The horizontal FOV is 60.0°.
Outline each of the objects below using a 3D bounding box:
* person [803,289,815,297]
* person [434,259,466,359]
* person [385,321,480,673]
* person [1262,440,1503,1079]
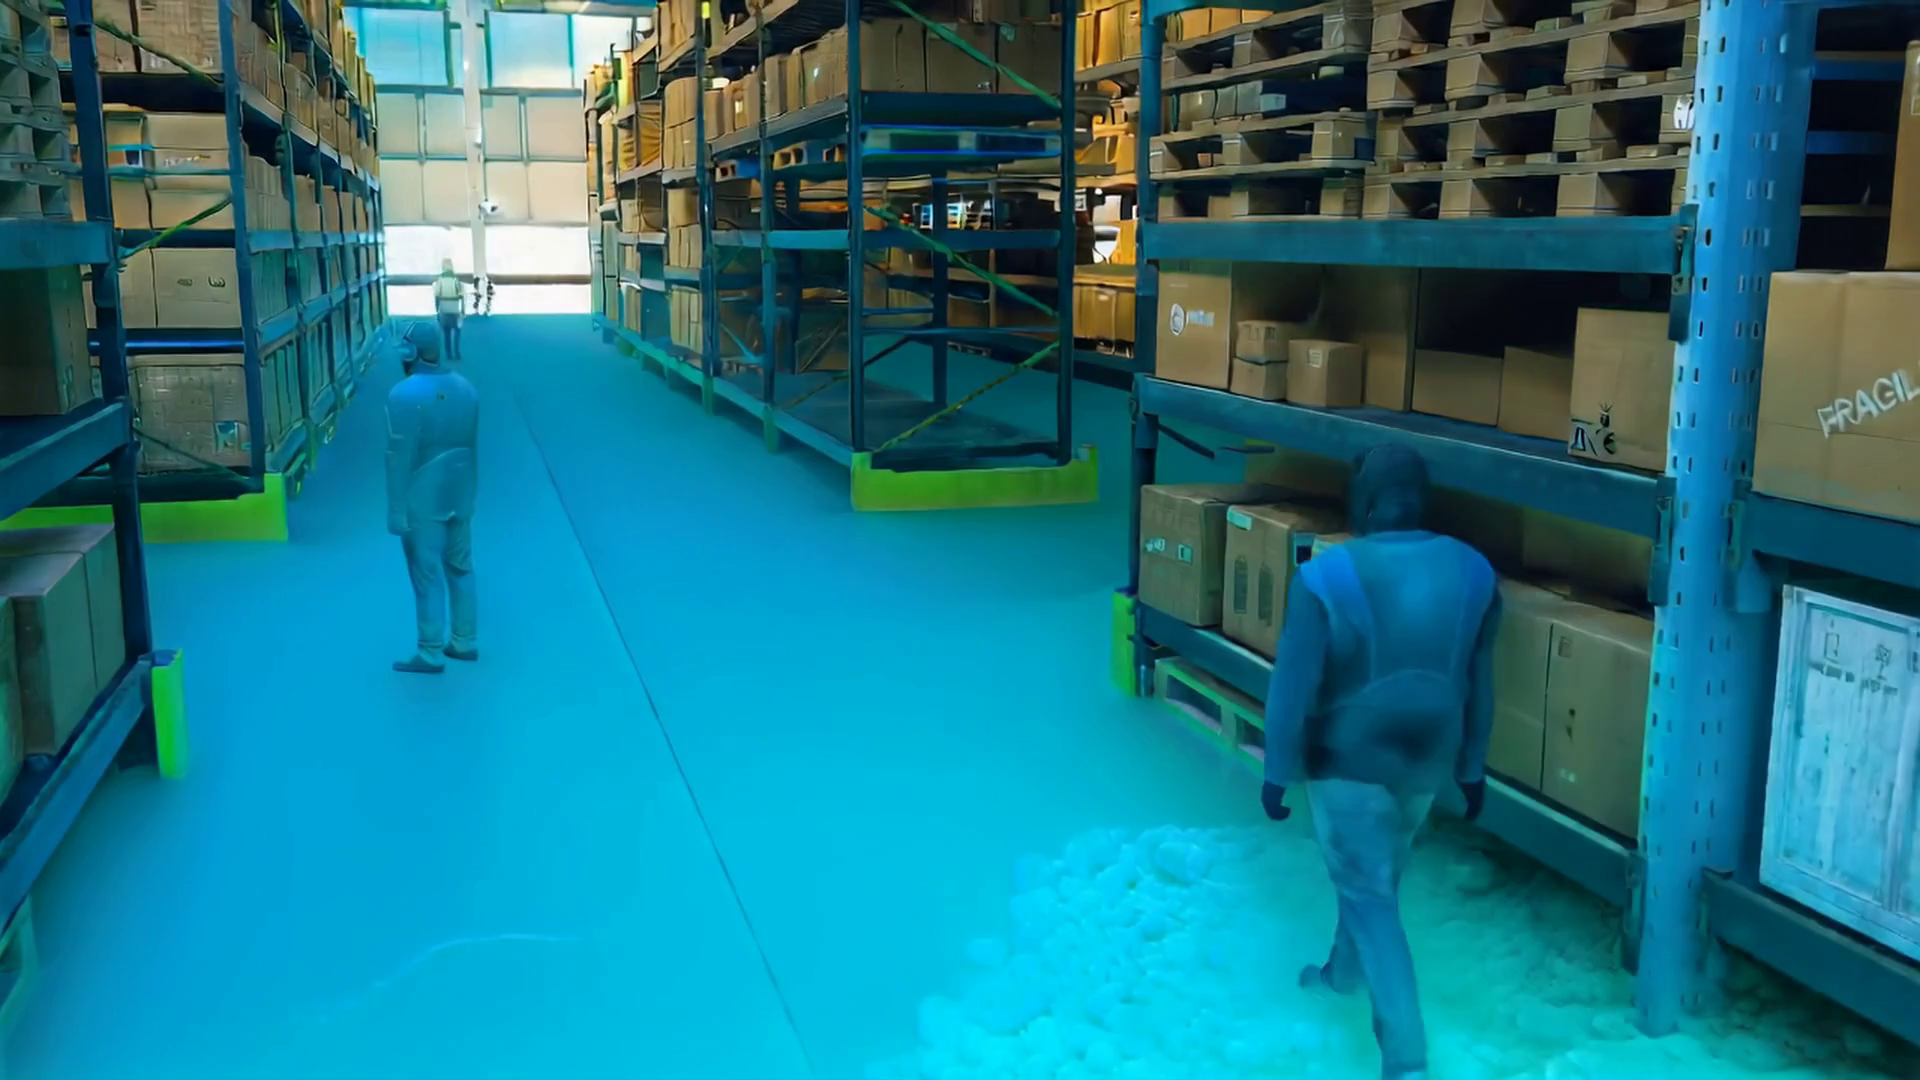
[{"bbox_3d":[-3.249,-4.653,33.528,0.614,1.796,0.868,-4,11,-22],"label":"person"},{"bbox_3d":[-9.769,-4.413,31.892,0.563,1.918,0.543,-3,11,-16],"label":"person"},{"bbox_3d":[-2.884,-0.233,9.052,0.398,1.899,0.647,4,11,20],"label":"person"},{"bbox_3d":[1.173,0.623,4.624,0.637,1.805,0.939,-3,11,-15],"label":"person"}]
